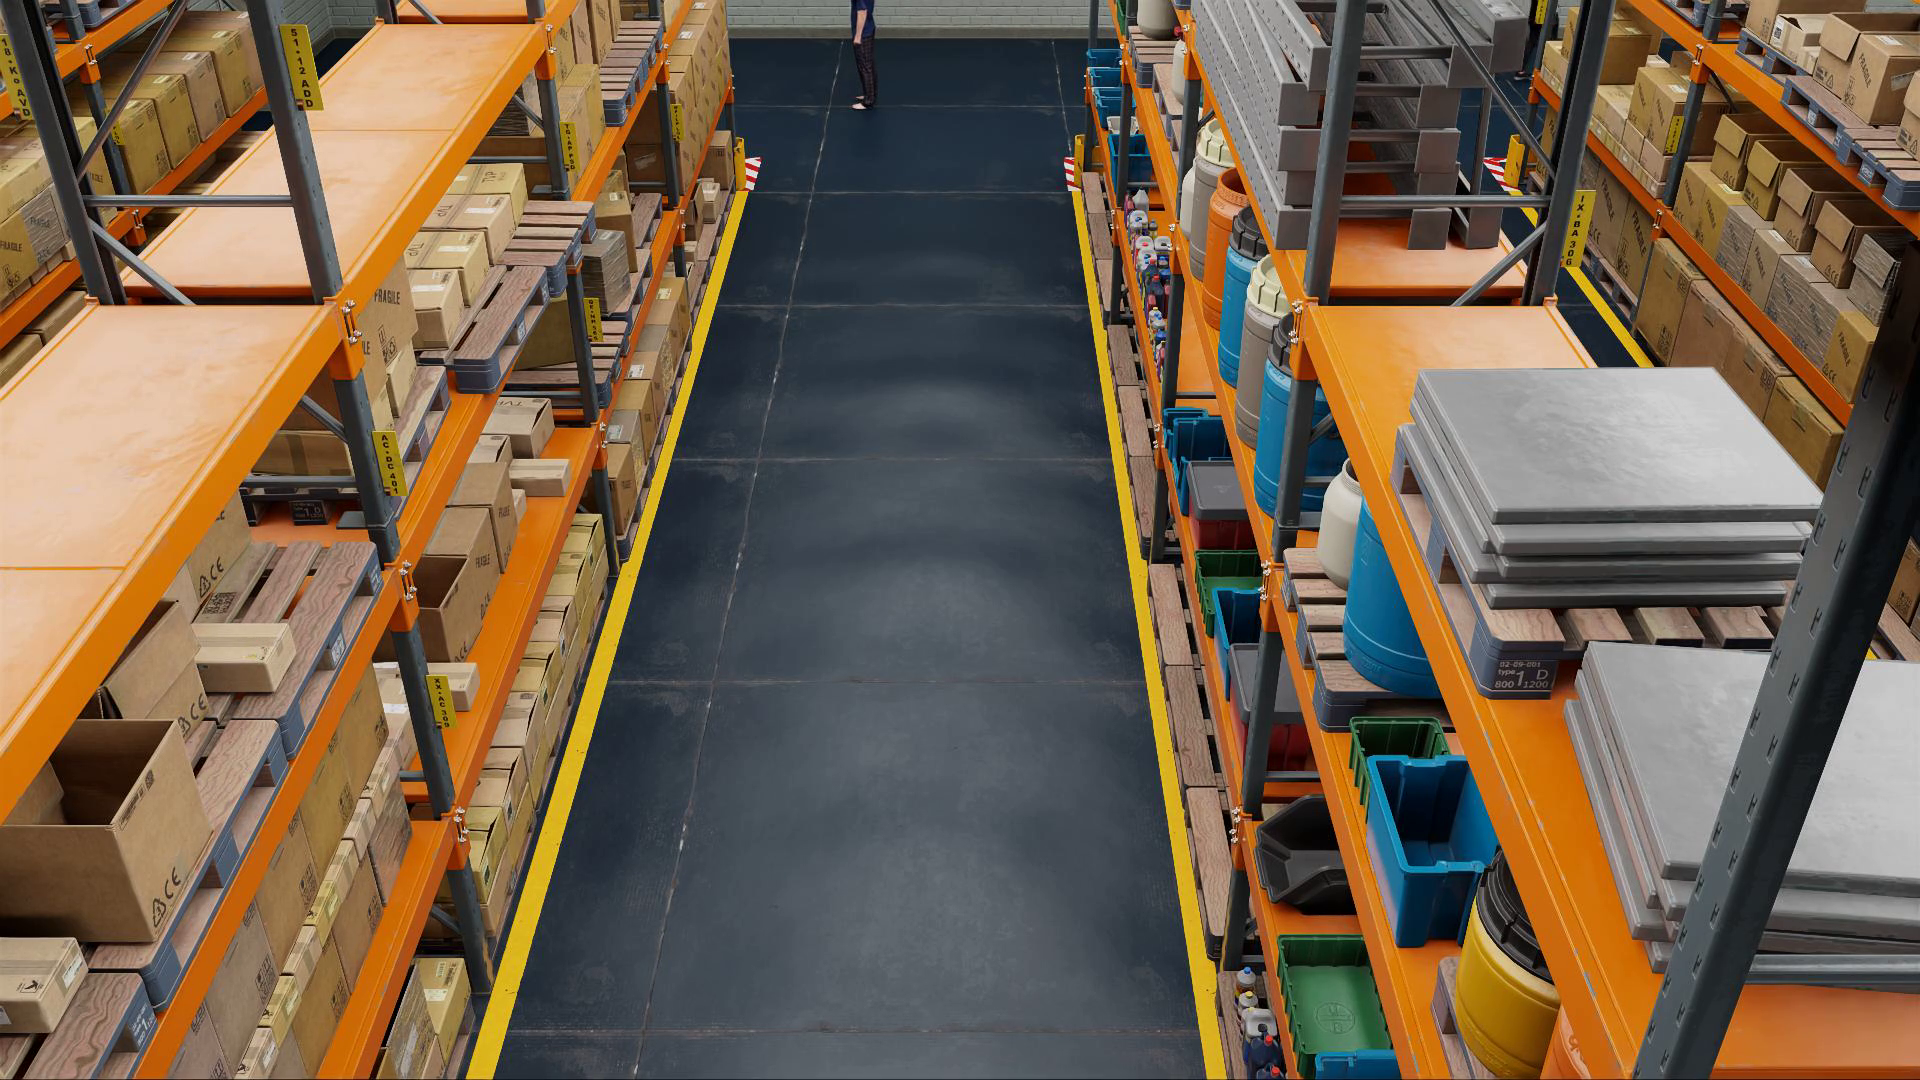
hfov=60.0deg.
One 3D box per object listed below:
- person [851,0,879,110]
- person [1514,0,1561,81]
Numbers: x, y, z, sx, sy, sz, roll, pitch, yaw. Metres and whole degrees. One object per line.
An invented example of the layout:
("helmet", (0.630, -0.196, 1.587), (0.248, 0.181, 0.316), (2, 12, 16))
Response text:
("person", (-1.203, -6.378, 20.878), (0.753, 1.872, 0.539), (5, 33, 8))
("person", (7.588, -6.916, 21.730), (0.970, 1.844, 1.036), (-11, 35, -16))
